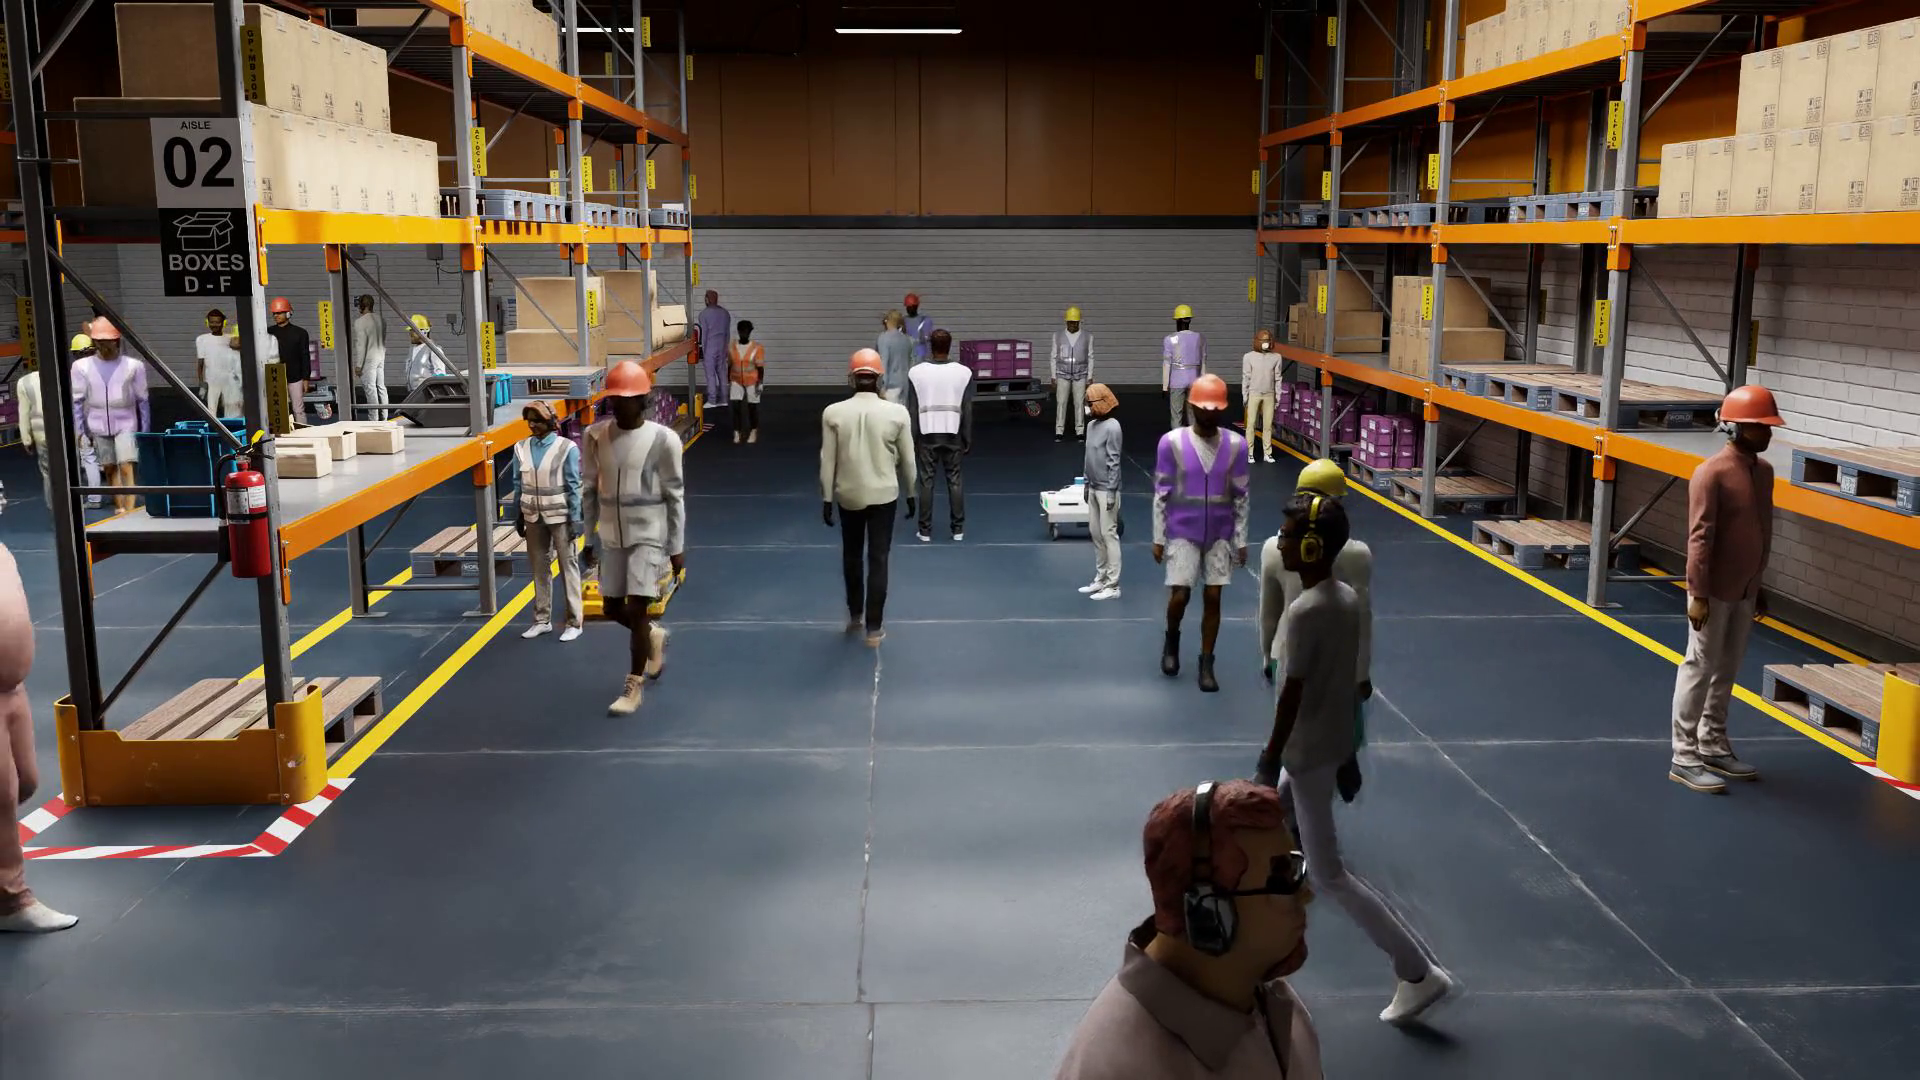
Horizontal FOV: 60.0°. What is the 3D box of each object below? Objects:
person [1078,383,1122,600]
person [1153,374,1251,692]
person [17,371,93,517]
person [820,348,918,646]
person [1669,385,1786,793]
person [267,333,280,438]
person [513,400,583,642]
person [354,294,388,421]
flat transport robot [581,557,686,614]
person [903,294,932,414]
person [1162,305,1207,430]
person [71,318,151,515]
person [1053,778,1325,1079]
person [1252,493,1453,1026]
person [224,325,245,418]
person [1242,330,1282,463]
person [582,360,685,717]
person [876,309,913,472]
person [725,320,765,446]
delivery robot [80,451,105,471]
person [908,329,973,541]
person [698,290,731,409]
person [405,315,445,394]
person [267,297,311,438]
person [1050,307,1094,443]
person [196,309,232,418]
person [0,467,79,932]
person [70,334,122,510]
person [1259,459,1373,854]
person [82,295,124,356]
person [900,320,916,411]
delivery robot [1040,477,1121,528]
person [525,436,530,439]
[{"bbox_3d":[1.067,-0.370,12.573,0.286,1.623,0.509,-4,11,-20],"label":"person"},{"bbox_3d":[1.438,-0.043,9.942,0.564,1.917,0.534,-1,10,-4],"label":"person"},{"bbox_3d":[-8.463,-0.993,15.619,0.599,1.779,0.950,-4,11,-21],"label":"person"},{"bbox_3d":[-0.604,-0.317,11.318,0.638,1.962,0.880,1,10,5],"label":"person"},{"bbox_3d":[3.790,0.233,8.179,0.612,1.994,0.395,-7,13,-35],"label":"person"},{"bbox_3d":[-8.581,-1.898,20.296,0.565,1.910,0.661,-4,11,-20],"label":"person"},{"bbox_3d":[-2.773,-0.129,11.206,0.514,1.634,0.312,3,11,18],"label":"person"},{"bbox_3d":[-8.404,-2.525,23.701,0.372,1.940,0.631,2,10,13],"label":"person"},{"bbox_3d":[-2.479,0.316,12.517,0.652,0.197,1.431,0,10,-2],"label":"flat transport robot"},{"bbox_3d":[-0.727,-2.858,25.723,0.572,1.884,0.999,5,11,27],"label":"person"},{"bbox_3d":[2.727,-1.912,20.353,0.588,1.918,0.401,-4,11,-22],"label":"person"},{"bbox_3d":[-7.681,-0.999,15.047,0.618,1.989,1.040,-3,11,-15],"label":"person"},{"bbox_3d":[0.384,1.288,2.533,0.409,1.913,0.648,5,11,27],"label":"person"},{"bbox_3d":[1.260,0.750,5.754,0.926,1.840,0.519,4,11,23],"label":"person"},{"bbox_3d":[-8.308,-1.650,19.426,0.595,1.726,0.488,5,11,24],"label":"person"},{"bbox_3d":[3.664,-1.741,20.209,0.497,1.625,0.279,-1,10,-5],"label":"person"},{"bbox_3d":[-1.854,-0.038,9.591,0.617,2.021,0.740,3,11,16],"label":"person"},{"bbox_3d":[-0.806,-1.732,19.444,0.374,1.900,0.784,5,11,27],"label":"person"},{"bbox_3d":[-2.828,-2.066,21.882,0.551,1.649,0.818,1,10,4],"label":"person"},{"bbox_3d":[-9.693,-0.997,18.779,0.477,0.478,0.707,-3,11,-18],"label":"delivery robot"},{"bbox_3d":[-0.171,-0.941,14.979,0.591,1.904,0.414,-1,10,-5],"label":"person"},{"bbox_3d":[-3.998,-3.078,26.871,0.403,1.906,0.651,8,13,38],"label":"person"},{"bbox_3d":[-6.301,-1.729,19.569,0.605,1.829,0.404,8,13,39],"label":"person"},{"bbox_3d":[-8.367,-2.007,20.653,0.611,1.996,0.379,1,10,4],"label":"person"},{"bbox_3d":[1.499,-2.207,22.249,0.589,1.822,0.402,1,10,3],"label":"person"},{"bbox_3d":[-9.057,-1.893,20.388,0.512,1.866,0.330,-8,13,-38],"label":"person"},{"bbox_3d":[-3.841,0.605,6.412,0.653,1.885,0.662,-1,10,-8],"label":"person"},{"bbox_3d":[-8.750,-1.188,16.765,0.350,1.758,0.522,4,11,23],"label":"person"},{"bbox_3d":[1.543,0.524,7.212,0.549,1.752,0.372,8,13,38],"label":"person"},{"bbox_3d":[-12.367,-2.575,24.027,0.383,1.922,0.587,6,12,31],"label":"person"},{"bbox_3d":[-0.874,-2.345,23.543,0.507,1.632,0.265,-1,10,-6],"label":"person"},{"bbox_3d":[1.080,-0.321,15.013,0.707,0.478,0.477,-1,10,-4],"label":"delivery robot"},{"bbox_3d":[-5.465,-2.047,21.338,0.626,1.835,0.429,-7,12,-33],"label":"person"}]
